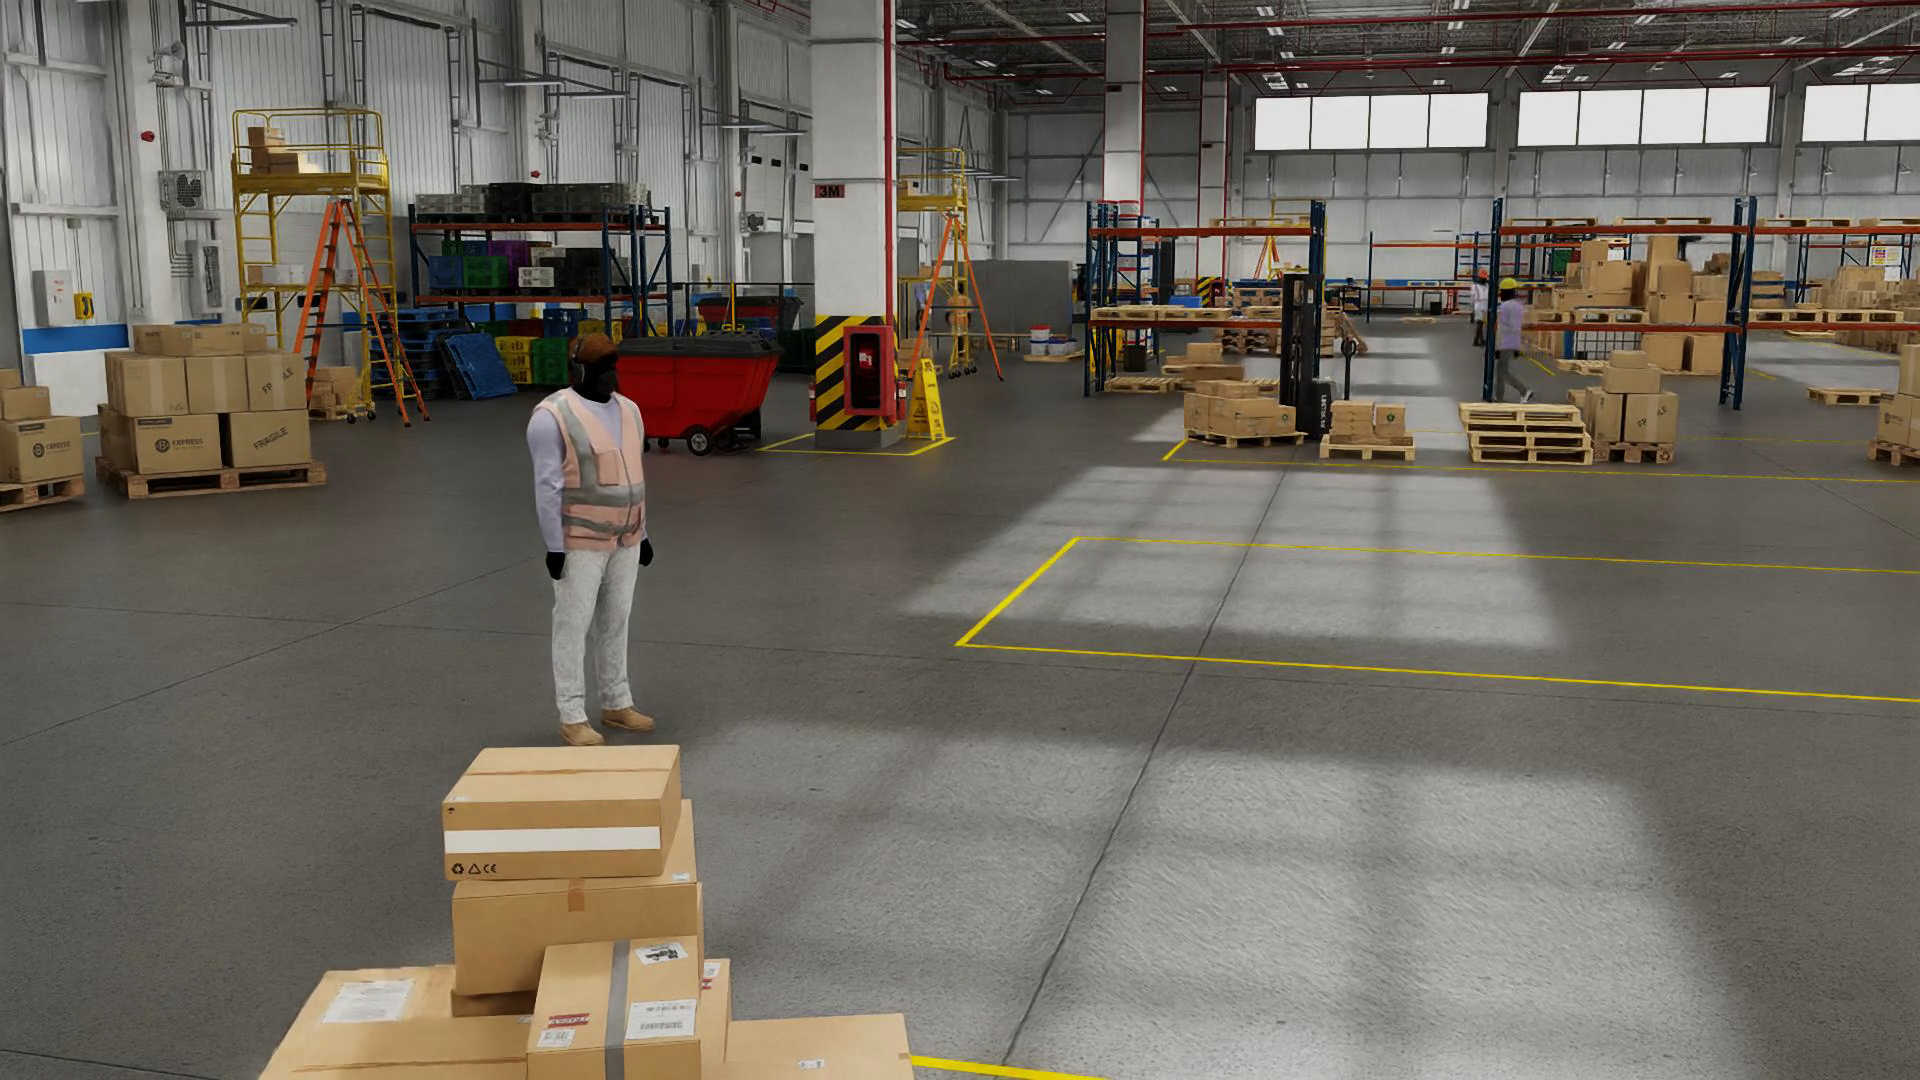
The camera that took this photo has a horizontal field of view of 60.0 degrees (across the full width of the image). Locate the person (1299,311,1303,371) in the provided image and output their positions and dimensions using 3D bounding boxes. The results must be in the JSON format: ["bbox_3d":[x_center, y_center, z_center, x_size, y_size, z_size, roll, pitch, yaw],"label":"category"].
[{"bbox_3d":[6.746,-4.113,31.985,0.485,1.739,0.320,-8,13,-40],"label":"person"}]

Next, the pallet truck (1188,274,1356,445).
[{"bbox_3d":[3.653,-2.138,19.590,1.885,1.965,0.823,-4,10,-20],"label":"pallet truck"}]

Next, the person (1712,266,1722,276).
[{"bbox_3d":[21.782,-6.929,48.024,0.648,1.915,0.701,-7,12,-35],"label":"person"}]

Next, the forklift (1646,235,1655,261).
[{"bbox_3d":[20.860,-7.676,49.598,1.129,2.768,1.873,-3,10,-16],"label":"forklift"}]

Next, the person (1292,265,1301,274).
[{"bbox_3d":[12.714,-9.504,63.230,0.415,1.916,0.648,2,10,9],"label":"person"}]

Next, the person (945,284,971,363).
[{"bbox_3d":[-0.037,-4.504,34.578,0.532,1.638,0.918,-4,10,-21],"label":"person"}]

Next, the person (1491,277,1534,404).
[{"bbox_3d":[7.846,-2.794,23.708,0.667,1.905,0.597,8,12,38],"label":"person"}]

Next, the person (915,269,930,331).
[{"bbox_3d":[-1.133,-7.212,49.640,0.378,1.938,0.547,-7,12,-34],"label":"person"}]

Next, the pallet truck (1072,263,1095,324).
[{"bbox_3d":[4.325,-8.180,55.162,0.823,1.965,1.885,6,11,31],"label":"pallet truck"}]

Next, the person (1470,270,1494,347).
[{"bbox_3d":[12.760,-5.652,40.666,0.546,1.882,1.044,-1,10,-7],"label":"person"}]

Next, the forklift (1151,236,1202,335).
[{"bbox_3d":[5.866,-7.214,46.878,1.873,2.768,1.129,2,10,14],"label":"forklift"}]

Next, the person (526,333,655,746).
[{"bbox_3d":[-1.622,-0.004,7.481,0.429,1.845,0.621,6,12,34],"label":"person"}]
